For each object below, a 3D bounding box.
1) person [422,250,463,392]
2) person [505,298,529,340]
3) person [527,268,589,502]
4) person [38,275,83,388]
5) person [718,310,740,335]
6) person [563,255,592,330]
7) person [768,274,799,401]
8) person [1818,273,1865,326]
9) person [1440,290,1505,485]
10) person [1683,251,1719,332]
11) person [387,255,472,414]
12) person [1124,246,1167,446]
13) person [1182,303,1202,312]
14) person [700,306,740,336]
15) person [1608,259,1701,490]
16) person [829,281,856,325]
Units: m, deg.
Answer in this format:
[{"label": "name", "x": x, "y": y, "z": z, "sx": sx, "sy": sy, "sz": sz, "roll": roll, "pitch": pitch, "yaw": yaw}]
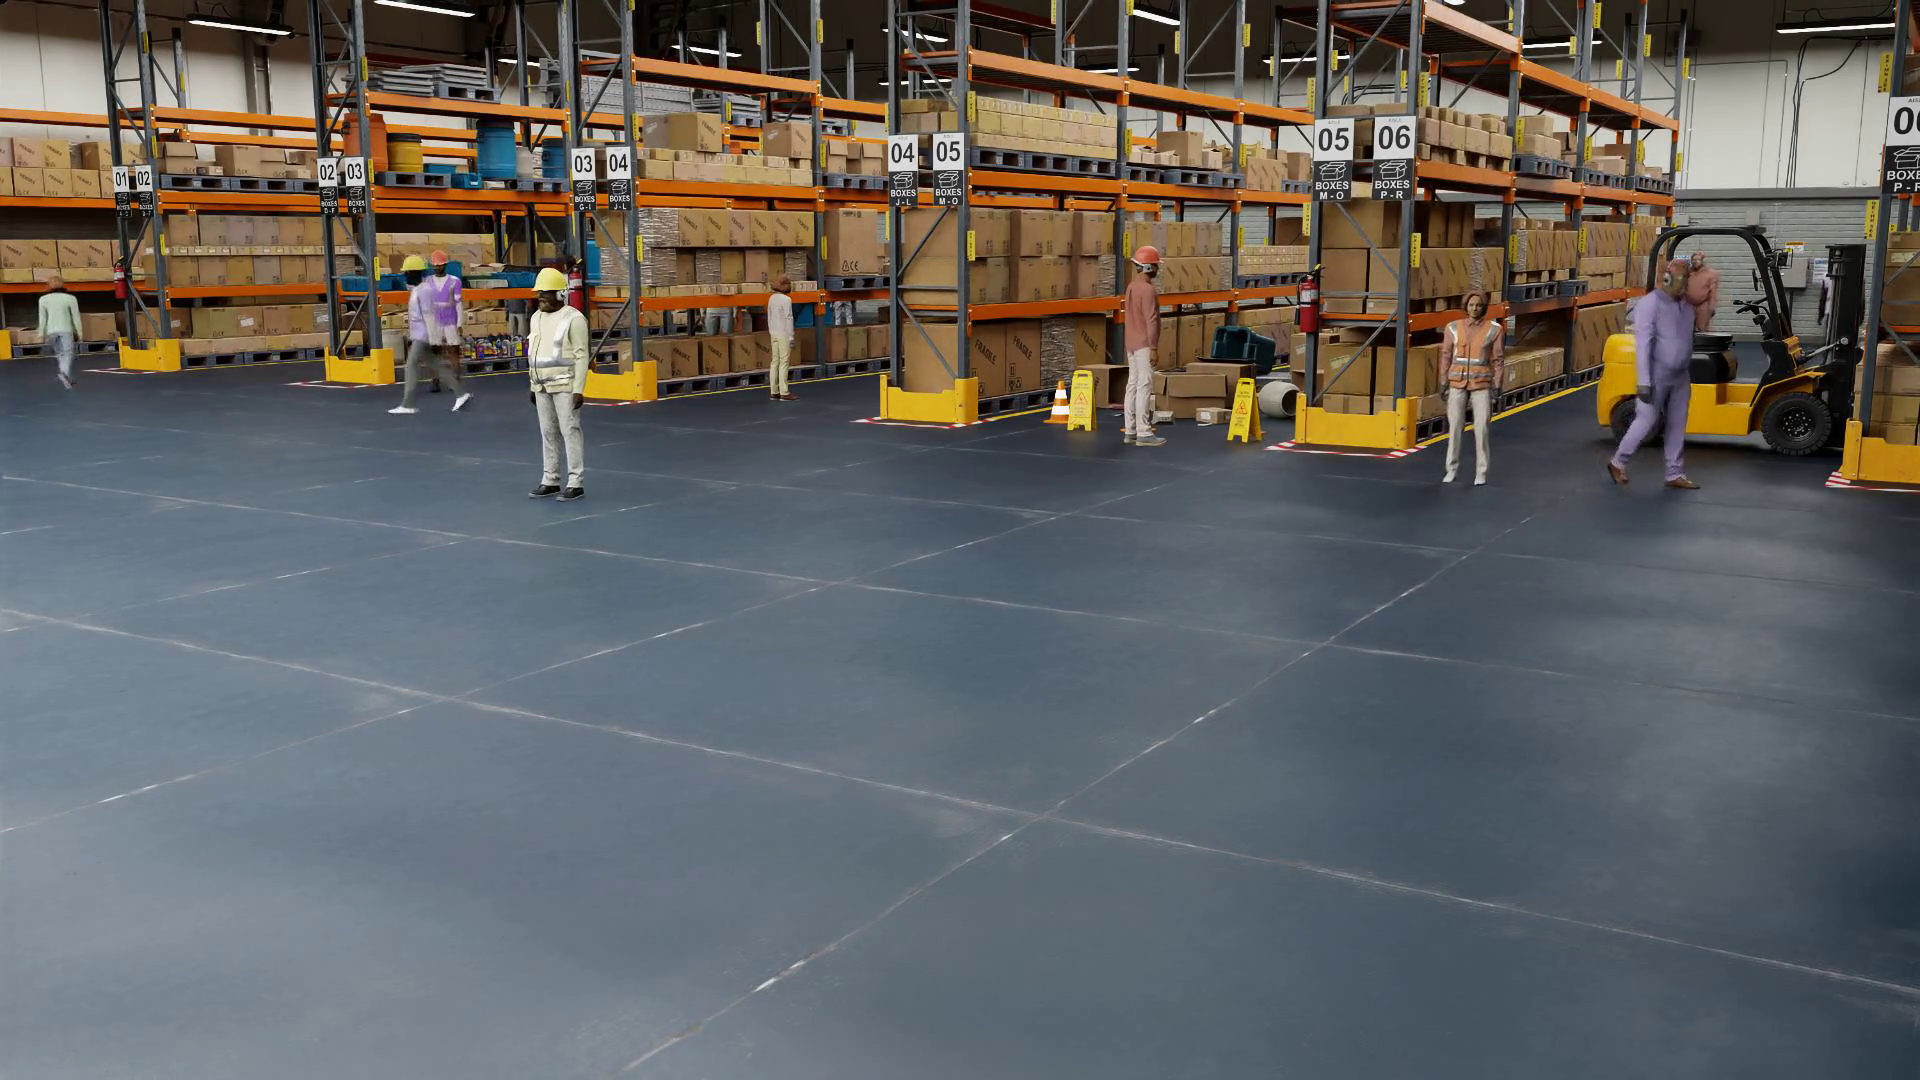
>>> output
[{"label": "person", "x": -7.044, "y": -2.971, "z": 22.645, "sx": 0.548, "sy": 1.929, "sz": 0.373, "roll": -1, "pitch": 10, "yaw": -6}, {"label": "person", "x": -7.552, "y": -3.847, "z": 28.380, "sx": 0.501, "sy": 1.631, "sz": 0.285, "roll": 5, "pitch": 11, "yaw": 24}, {"label": "person", "x": -3.190, "y": -1.220, "z": 13.111, "sx": 0.600, "sy": 1.829, "sz": 0.404, "roll": 7, "pitch": 12, "yaw": 34}, {"label": "person", "x": -12.442, "y": -2.856, "z": 22.945, "sx": 0.516, "sy": 1.600, "sz": 0.771, "roll": -2, "pitch": 10, "yaw": -9}, {"label": "person", "x": -3.865, "y": -3.861, "z": 27.948, "sx": 0.732, "sy": 1.809, "sz": 0.620, "roll": -10, "pitch": 14, "yaw": -44}, {"label": "person", "x": -5.683, "y": -3.255, "z": 24.486, "sx": 0.546, "sy": 1.835, "sz": 0.714, "roll": 2, "pitch": 10, "yaw": 10}, {"label": "person", "x": -2.297, "y": -2.616, "z": 21.480, "sx": 0.268, "sy": 1.632, "sz": 0.507, "roll": -8, "pitch": 13, "yaw": -37}, {"label": "person", "x": 13.637, "y": -3.492, "z": 25.670, "sx": 0.615, "sy": 1.883, "sz": 0.868, "roll": 8, "pitch": 13, "yaw": 39}, {"label": "person", "x": 4.305, "y": -1.279, "z": 13.998, "sx": 0.519, "sy": 1.638, "sz": 0.324, "roll": 6, "pitch": 12, "yaw": 28}, {"label": "person", "x": 12.648, "y": -4.009, "z": 28.565, "sx": 0.665, "sy": 1.888, "sz": 0.570, "roll": 7, "pitch": 12, "yaw": 35}, {"label": "person", "x": -6.364, "y": -2.456, "z": 19.889, "sx": 0.937, "sy": 1.891, "sz": 0.585, "roll": -4, "pitch": 11, "yaw": -19}, {"label": "person", "x": 1.850, "y": -1.945, "z": 16.713, "sx": 0.382, "sy": 1.995, "sz": 0.612, "roll": -3, "pitch": 11, "yaw": -17}, {"label": "person", "x": 3.914, "y": -3.893, "z": 28.652, "sx": 0.508, "sy": 1.628, "sz": 0.319, "roll": 3, "pitch": 10, "yaw": 14}, {"label": "person", "x": -3.656, "y": -3.444, "z": 25.311, "sx": 0.626, "sy": 1.931, "sz": 0.375, "roll": 0, "pitch": 10, "yaw": 2}, {"label": "person", "x": 5.825, "y": -1.357, "z": 13.787, "sx": 0.672, "sy": 1.930, "sz": 0.581, "roll": -5, "pitch": 11, "yaw": -26}, {"label": "person", "x": -2.223, "y": -4.518, "z": 31.520, "sx": 0.508, "sy": 1.860, "sz": 0.349, "roll": -2, "pitch": 10, "yaw": -12}]
